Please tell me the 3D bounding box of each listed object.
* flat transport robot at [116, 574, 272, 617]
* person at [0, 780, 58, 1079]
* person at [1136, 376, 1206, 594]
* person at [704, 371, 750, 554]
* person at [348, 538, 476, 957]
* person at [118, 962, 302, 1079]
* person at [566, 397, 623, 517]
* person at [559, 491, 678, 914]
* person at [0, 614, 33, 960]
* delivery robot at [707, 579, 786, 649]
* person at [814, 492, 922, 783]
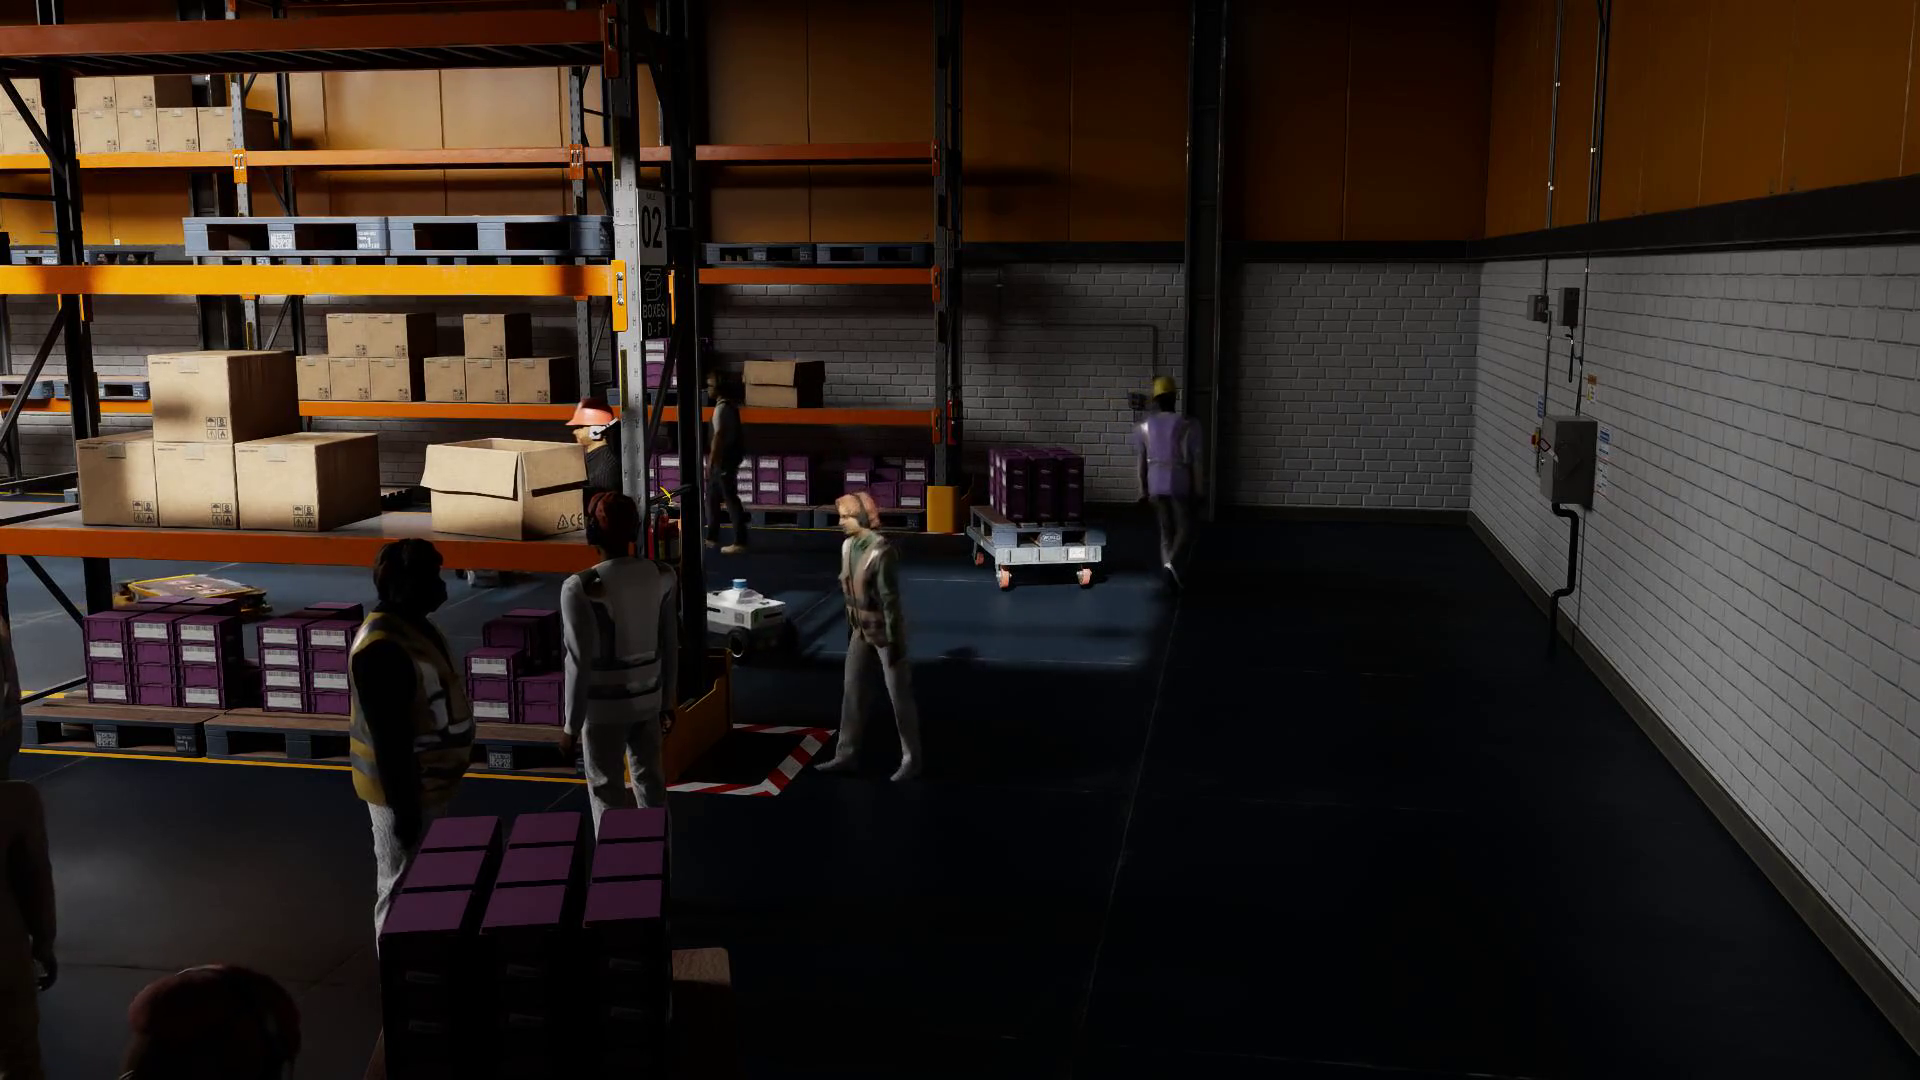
[{"bbox_3d":[-6.306,0.468,13.654,1.431,0.197,0.652,8,12,41],"label":"flat transport robot"},{"bbox_3d":[-2.839,1.227,4.732,0.499,1.633,0.279,-8,12,-39],"label":"person"},{"bbox_3d":[1.797,-0.454,14.324,0.627,1.899,0.564,4,10,26],"label":"person"},{"bbox_3d":[-2.434,-0.759,16.464,0.769,1.817,0.534,1,9,3],"label":"person"},{"bbox_3d":[-1.988,0.904,6.094,0.430,1.845,0.622,-1,9,-8],"label":"person"},{"bbox_3d":[-0.979,1.489,2.249,0.642,1.913,0.410,3,10,18],"label":"person"},{"bbox_3d":[-2.324,0.076,10.754,0.376,1.995,0.608,-2,9,-15],"label":"person"},{"bbox_3d":[-1.445,0.726,7.065,0.345,1.882,0.584,8,12,40],"label":"person"},{"bbox_3d":[-3.944,0.828,6.600,0.403,1.827,0.599,-6,11,-35],"label":"person"},{"bbox_3d":[-1.598,0.526,12.108,0.707,0.478,0.477,7,12,41],"label":"delivery robot"},{"bbox_3d":[-0.493,0.538,9.109,0.574,1.607,0.520,-7,11,-36],"label":"person"}]
